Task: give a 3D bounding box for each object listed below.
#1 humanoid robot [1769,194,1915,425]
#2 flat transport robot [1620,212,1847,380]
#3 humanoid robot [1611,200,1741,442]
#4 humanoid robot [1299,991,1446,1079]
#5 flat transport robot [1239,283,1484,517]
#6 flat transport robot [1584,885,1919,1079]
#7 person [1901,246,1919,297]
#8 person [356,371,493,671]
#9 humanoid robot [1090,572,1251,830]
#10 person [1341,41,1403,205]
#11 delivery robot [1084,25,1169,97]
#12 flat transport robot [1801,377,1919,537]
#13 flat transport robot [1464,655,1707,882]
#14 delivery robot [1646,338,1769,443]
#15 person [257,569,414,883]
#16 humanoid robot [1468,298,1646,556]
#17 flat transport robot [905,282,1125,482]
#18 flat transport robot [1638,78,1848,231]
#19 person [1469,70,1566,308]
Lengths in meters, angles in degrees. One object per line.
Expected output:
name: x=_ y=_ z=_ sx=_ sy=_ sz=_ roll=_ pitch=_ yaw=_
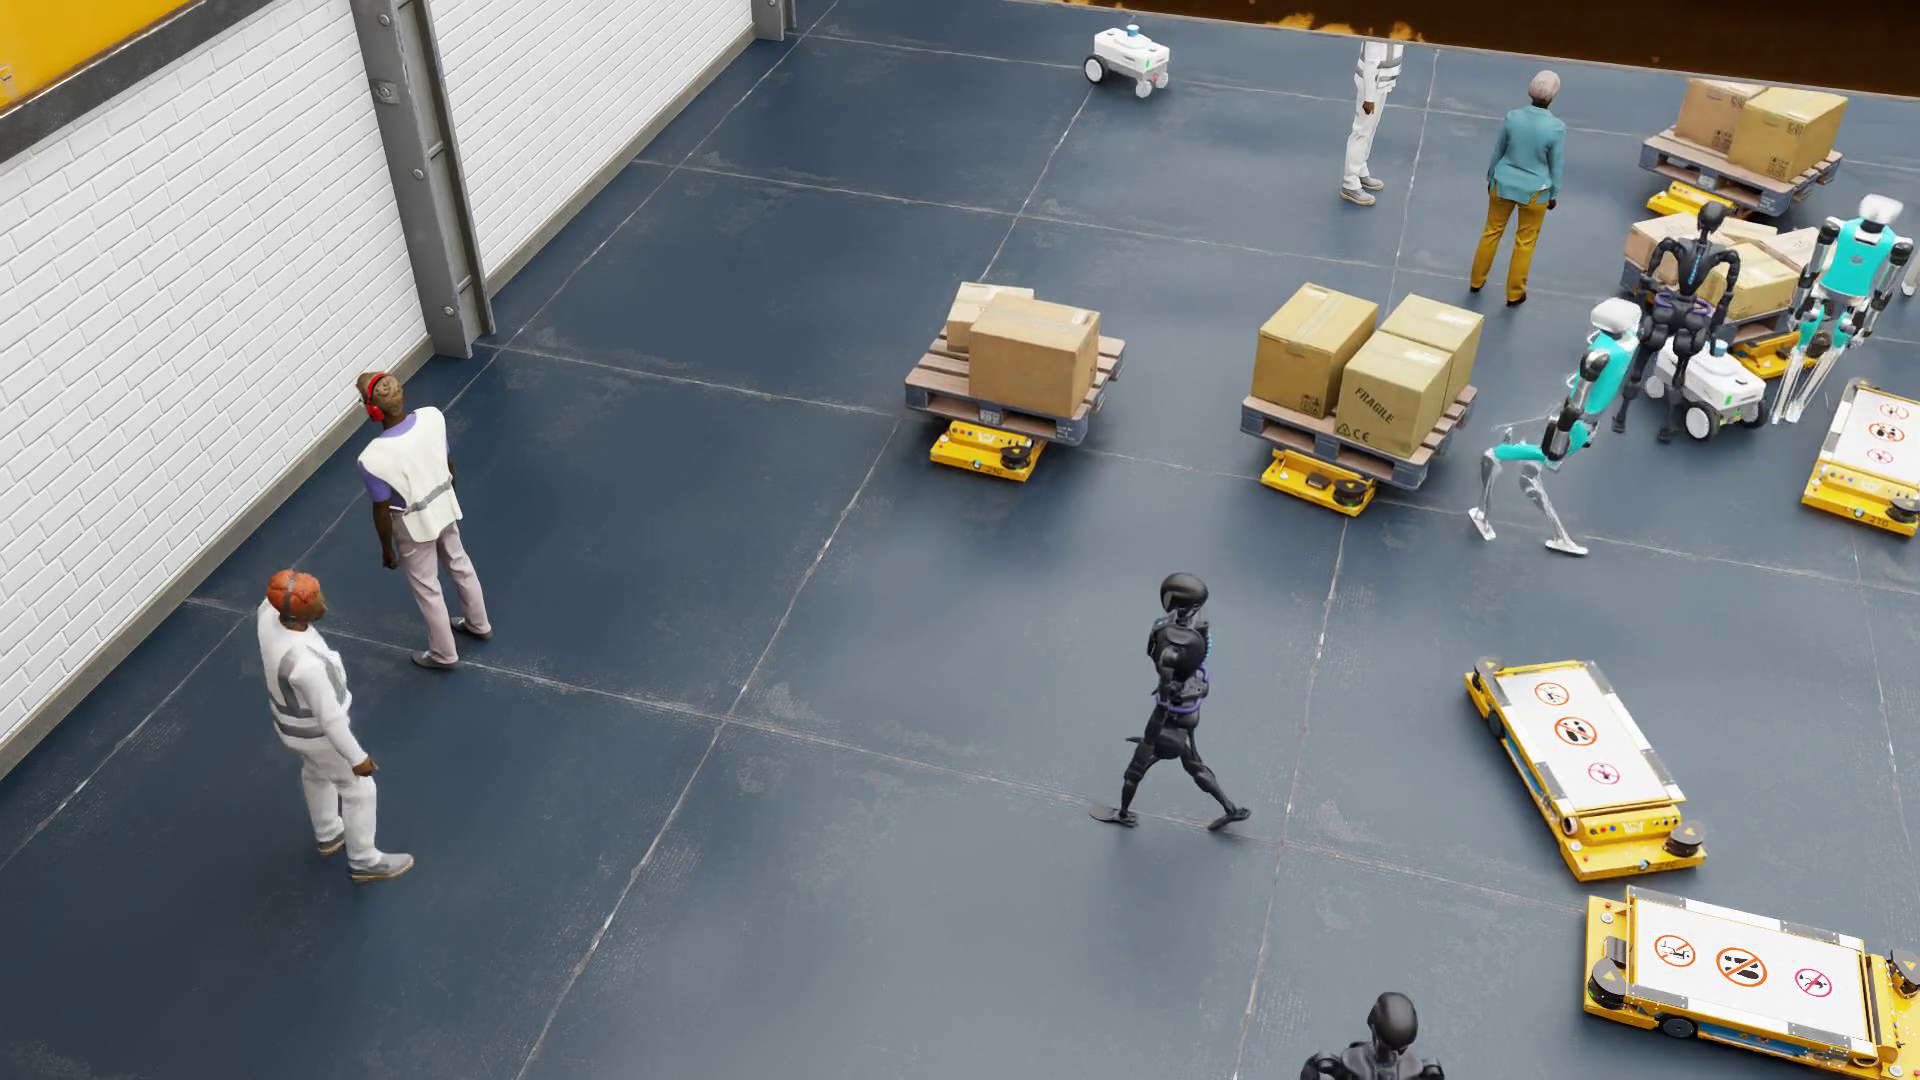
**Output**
humanoid robot: x=5.634 y=-1.481 z=10.686 sx=0.559 sy=1.784 sz=0.788 roll=21 pitch=43 yaw=24
flat transport robot: x=5.552 y=-1.642 z=12.047 sx=0.659 sy=0.231 sz=1.431 roll=-14 pitch=41 yaw=-17
humanoid robot: x=4.555 y=-1.396 z=10.625 sx=0.603 sy=1.645 sz=0.322 roll=15 pitch=41 yaw=18
humanoid robot: x=1.401 y=2.296 z=6.033 sx=0.616 sy=1.628 sz=0.493 roll=0 pitch=39 yaw=0
flat transport robot: x=2.573 y=-0.675 z=10.845 sx=0.659 sy=0.231 sz=1.431 roll=23 pitch=44 yaw=26
flat transport robot: x=3.583 y=2.009 z=7.506 sx=1.431 sy=0.231 sz=0.659 roll=11 pitch=40 yaw=14
person: x=7.242 y=-2.464 z=11.973 sx=0.512 sy=1.640 sz=0.306 roll=22 pitch=44 yaw=25
person: x=-2.853 y=-0.088 z=8.867 sx=0.390 sy=1.836 sz=0.559 roll=18 pitch=42 yaw=21
humanoid robot: x=1.059 y=0.809 z=7.920 sx=0.788 sy=1.636 sz=0.585 roll=12 pitch=40 yaw=14
person: x=3.316 y=-3.615 z=13.215 sx=0.355 sy=1.882 sz=0.573 roll=18 pitch=42 yaw=21
delivery robot: x=1.562 y=-4.440 z=15.299 sx=0.528 sy=0.594 sz=0.766 roll=-30 pitch=48 yaw=-32
flat transport robot: x=5.922 y=-0.561 z=10.702 sx=0.659 sy=0.231 sz=1.431 roll=22 pitch=44 yaw=25
flat transport robot: x=3.207 y=1.126 z=8.604 sx=0.659 sy=0.231 sz=1.431 roll=-6 pitch=39 yaw=-7
delivery robot: x=4.989 y=-1.034 z=11.077 sx=0.499 sy=0.614 sz=0.812 roll=-14 pitch=41 yaw=-17
person: x=-2.956 y=0.858 z=7.664 sx=0.361 sy=1.871 sz=0.626 roll=-26 pitch=46 yaw=-29
humanoid robot: x=3.396 y=-0.700 z=9.700 sx=0.949 sy=1.756 sz=0.539 roll=32 pitch=49 yaw=33
flat transport robot: x=0.366 y=-0.916 z=11.143 sx=0.659 sy=0.231 sz=1.431 roll=14 pitch=41 yaw=17
flat transport robot: x=6.308 y=-2.904 z=13.617 sx=1.431 sy=0.231 sz=0.659 roll=-30 pitch=47 yaw=-32
person: x=4.040 y=-2.521 z=11.964 sx=0.528 sy=1.749 sz=0.342 roll=27 pitch=46 yaw=29
